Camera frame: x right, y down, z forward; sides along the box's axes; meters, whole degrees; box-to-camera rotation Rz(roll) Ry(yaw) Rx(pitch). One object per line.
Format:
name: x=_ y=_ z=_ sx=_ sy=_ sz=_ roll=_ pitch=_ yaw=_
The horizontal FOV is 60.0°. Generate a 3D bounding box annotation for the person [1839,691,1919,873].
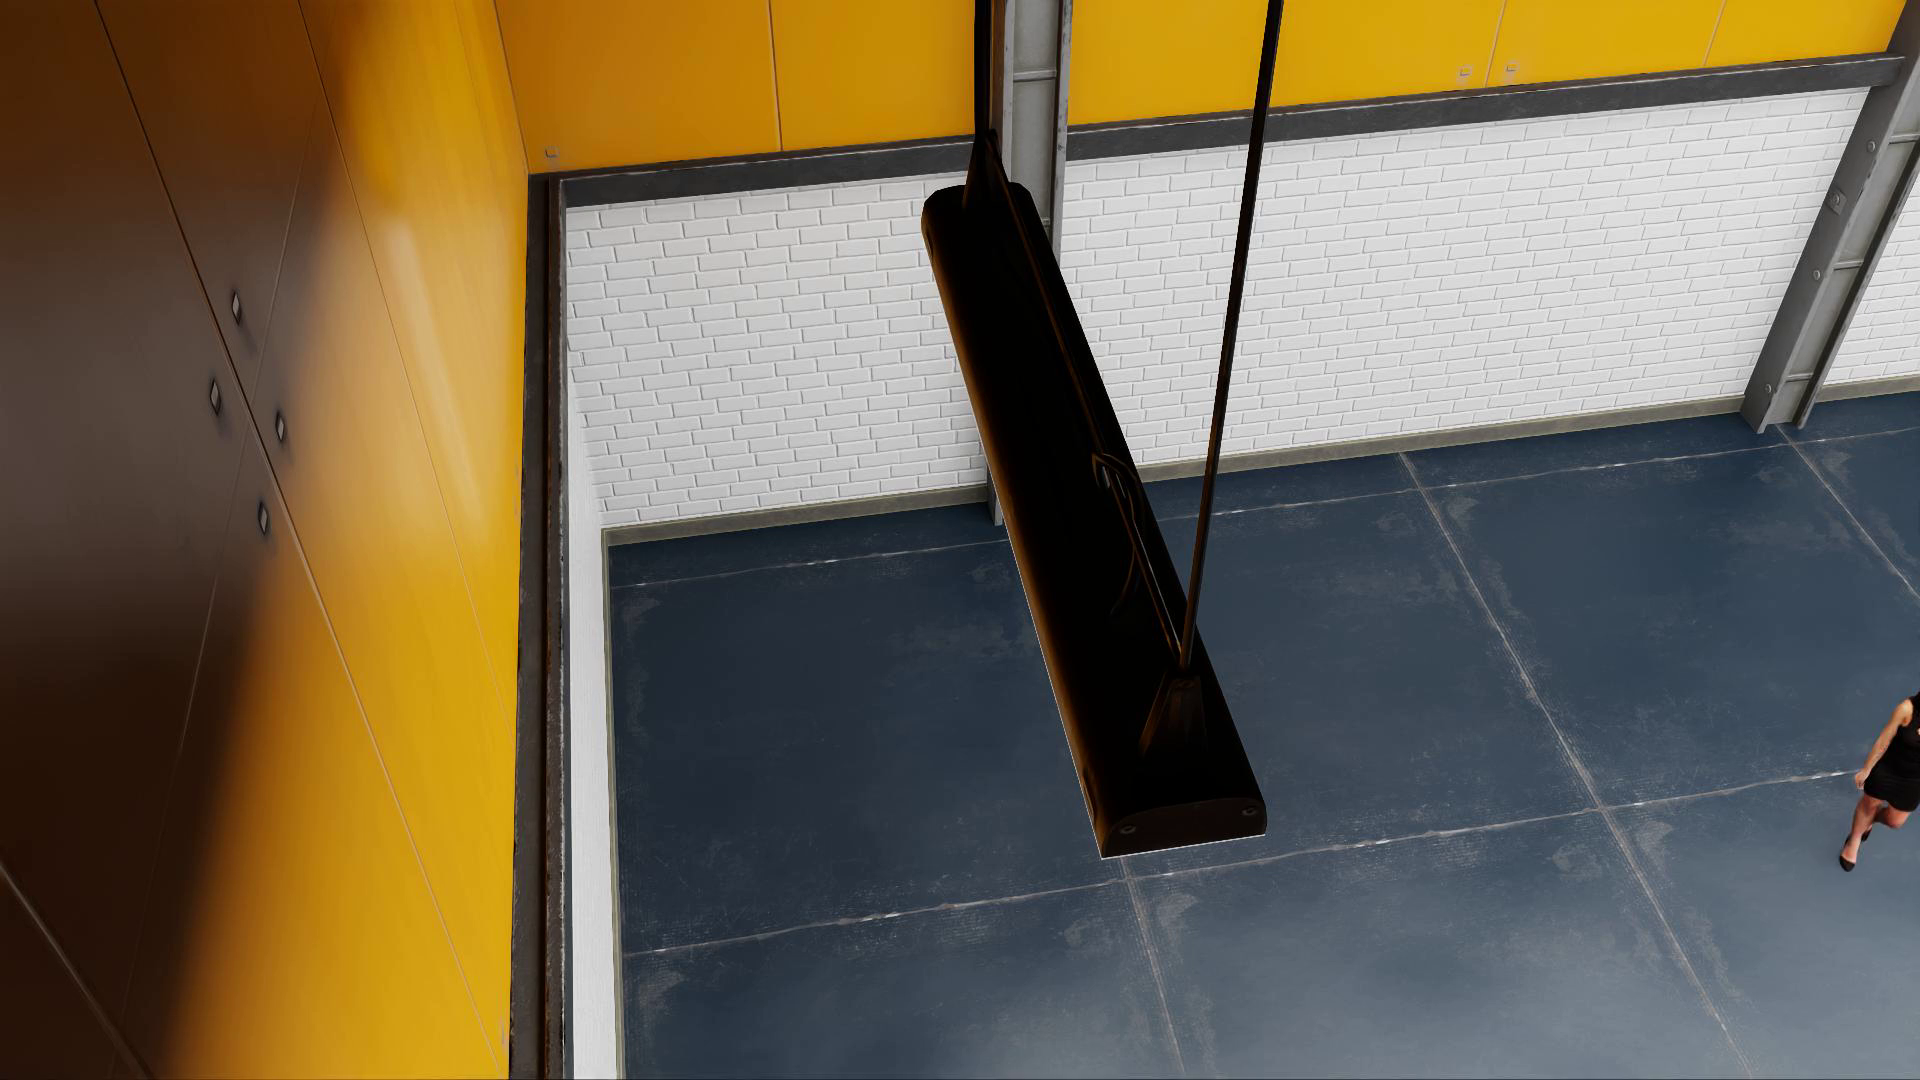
person: x=5.336 y=1.260 z=9.469 sx=0.716 sy=1.637 sz=0.772 roll=15 pitch=46 yaw=15
